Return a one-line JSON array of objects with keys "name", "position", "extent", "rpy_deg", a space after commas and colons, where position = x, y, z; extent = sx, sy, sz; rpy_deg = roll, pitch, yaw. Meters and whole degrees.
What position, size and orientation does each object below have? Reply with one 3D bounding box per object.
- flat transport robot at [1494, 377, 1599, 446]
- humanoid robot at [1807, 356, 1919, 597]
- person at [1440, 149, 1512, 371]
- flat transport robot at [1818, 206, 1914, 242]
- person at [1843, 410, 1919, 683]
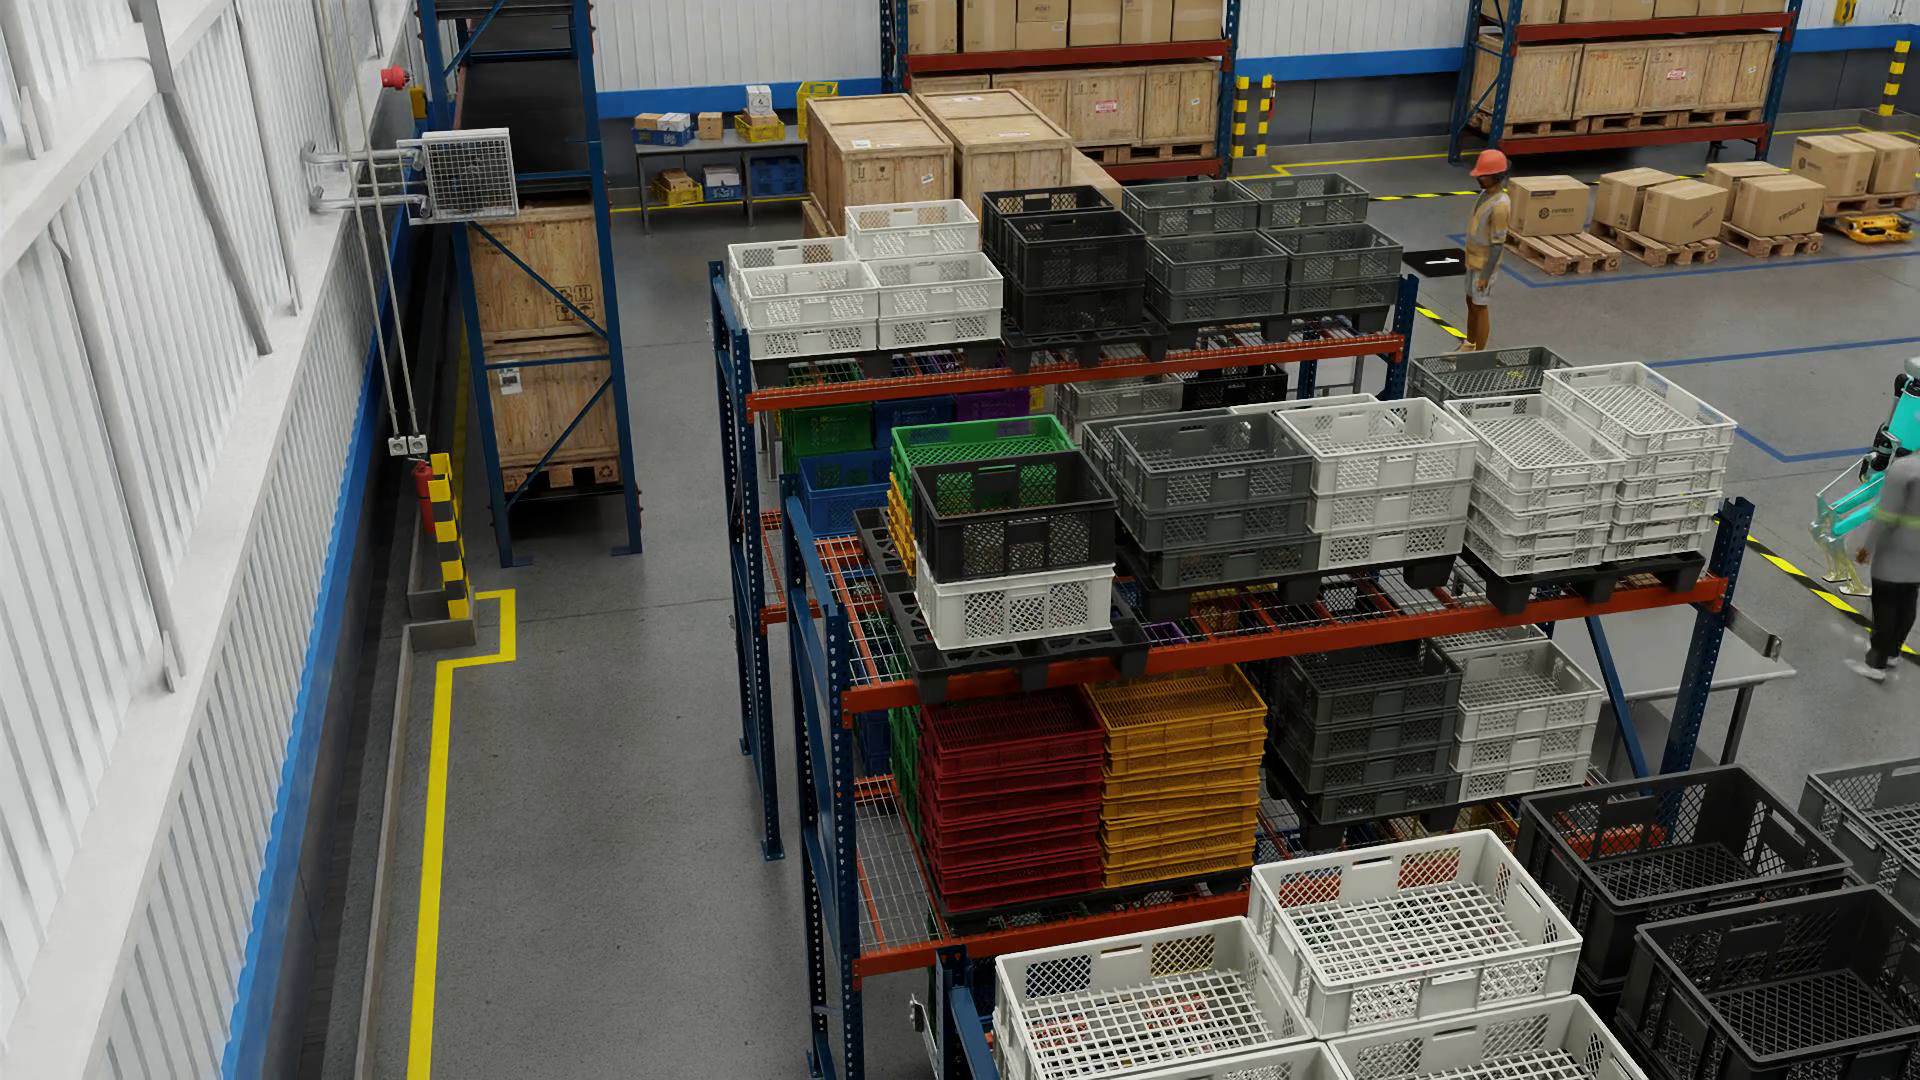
[{"name": "flat transport robot", "position": [4.780, -1.036, 14.013], "extent": [0.659, 0.231, 1.431], "rpy_deg": [-6, 28, -12]}, {"name": "humanoid robot", "position": [6.054, -0.421, 11.123], "extent": [0.735, 1.680, 0.533], "rpy_deg": [-1, 28, -3]}, {"name": "person", "position": [4.635, -2.477, 14.851], "extent": [0.376, 2.039, 0.605], "rpy_deg": [1, 28, 1]}, {"name": "flat transport robot", "position": [10.181, -3.744, 19.121], "extent": [0.652, 0.197, 1.431], "rpy_deg": [-6, 28, -12]}, {"name": "person", "position": [5.891, -0.011, 10.375], "extent": [0.596, 1.852, 0.395], "rpy_deg": [-7, 29, -13]}]
